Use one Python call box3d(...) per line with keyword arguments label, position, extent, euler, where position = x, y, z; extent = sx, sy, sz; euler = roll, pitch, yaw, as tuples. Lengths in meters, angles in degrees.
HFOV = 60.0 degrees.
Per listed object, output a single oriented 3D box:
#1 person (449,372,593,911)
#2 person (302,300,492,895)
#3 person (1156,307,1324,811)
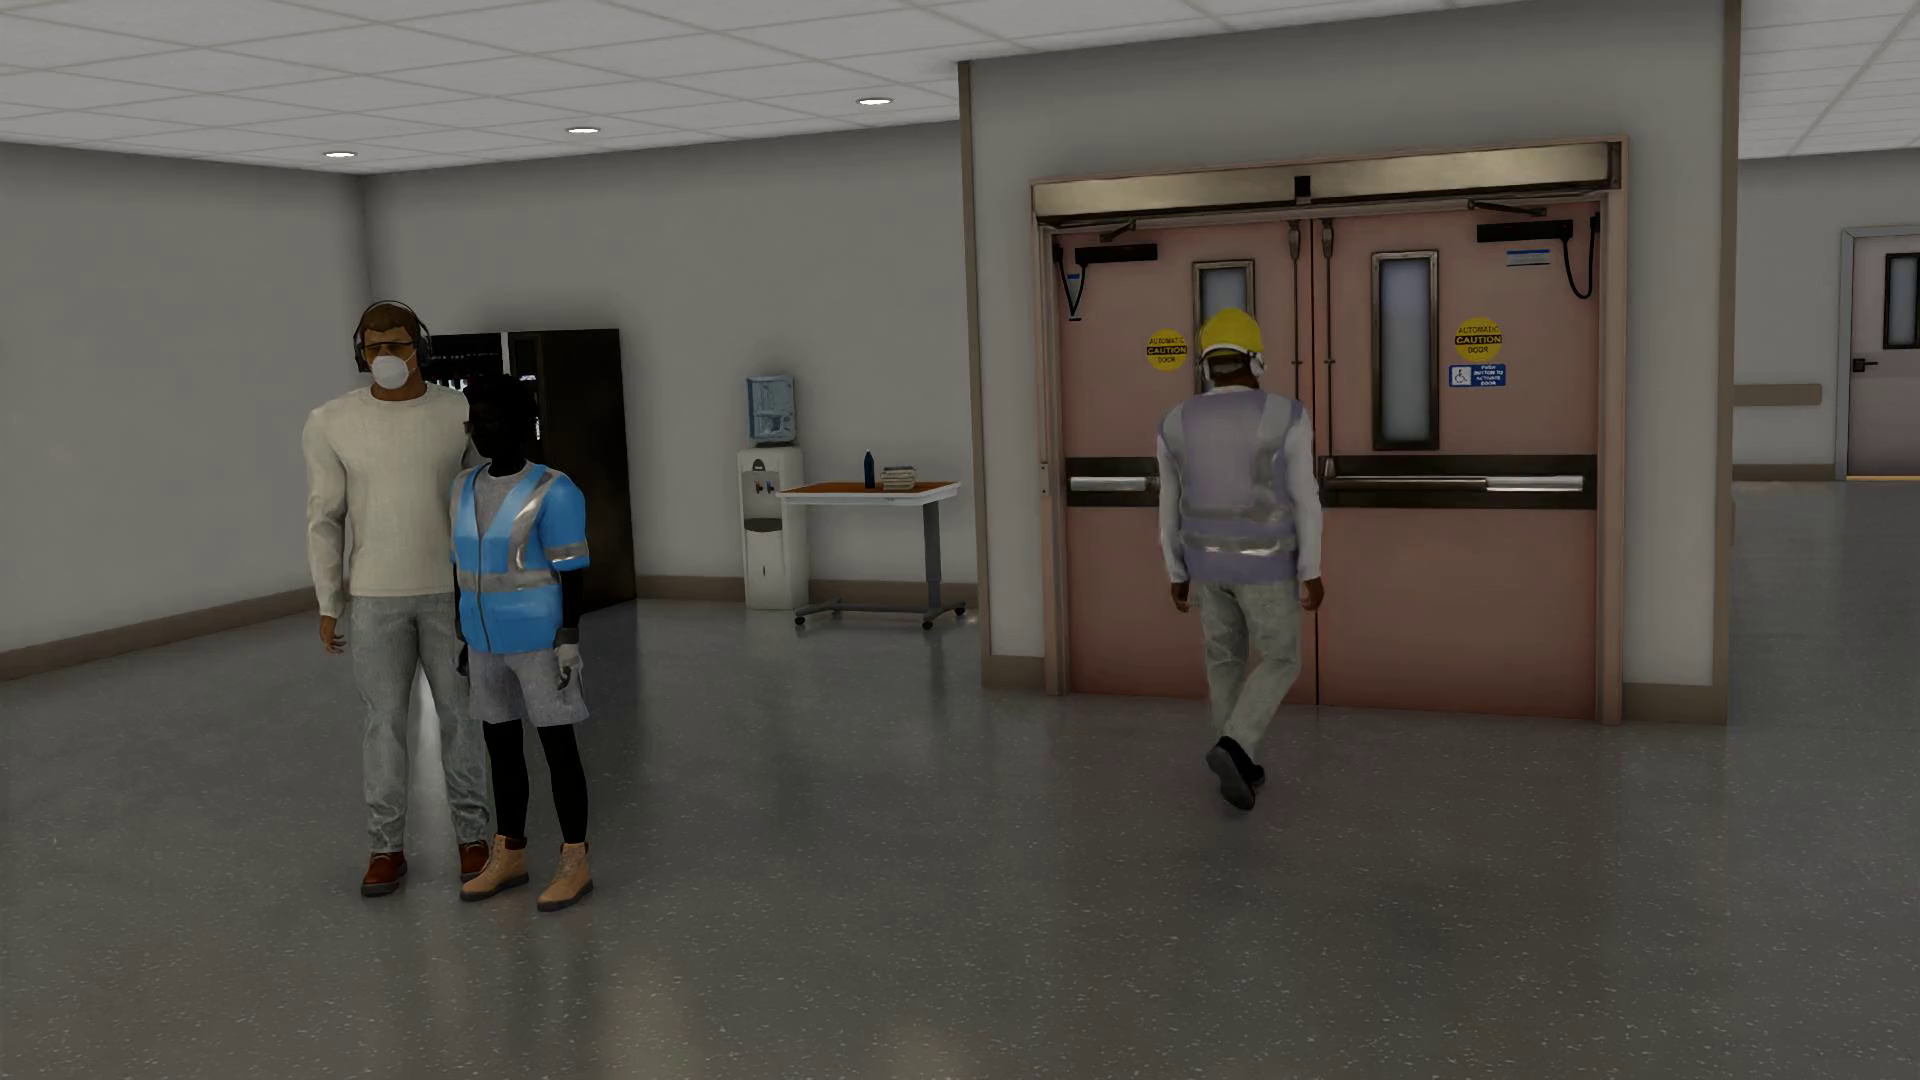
box3d(label="person", position=(-1.399, 0.320, 5.267), extent=(0.532, 1.696, 0.319), euler=(1, 8, 26))
box3d(label="person", position=(-1.800, 0.187, 5.484), extent=(0.635, 1.937, 0.352), euler=(-4, 8, -15))
box3d(label="person", position=(0.981, 0.078, 5.946), extent=(0.604, 1.810, 0.614), euler=(3, 9, 33))
